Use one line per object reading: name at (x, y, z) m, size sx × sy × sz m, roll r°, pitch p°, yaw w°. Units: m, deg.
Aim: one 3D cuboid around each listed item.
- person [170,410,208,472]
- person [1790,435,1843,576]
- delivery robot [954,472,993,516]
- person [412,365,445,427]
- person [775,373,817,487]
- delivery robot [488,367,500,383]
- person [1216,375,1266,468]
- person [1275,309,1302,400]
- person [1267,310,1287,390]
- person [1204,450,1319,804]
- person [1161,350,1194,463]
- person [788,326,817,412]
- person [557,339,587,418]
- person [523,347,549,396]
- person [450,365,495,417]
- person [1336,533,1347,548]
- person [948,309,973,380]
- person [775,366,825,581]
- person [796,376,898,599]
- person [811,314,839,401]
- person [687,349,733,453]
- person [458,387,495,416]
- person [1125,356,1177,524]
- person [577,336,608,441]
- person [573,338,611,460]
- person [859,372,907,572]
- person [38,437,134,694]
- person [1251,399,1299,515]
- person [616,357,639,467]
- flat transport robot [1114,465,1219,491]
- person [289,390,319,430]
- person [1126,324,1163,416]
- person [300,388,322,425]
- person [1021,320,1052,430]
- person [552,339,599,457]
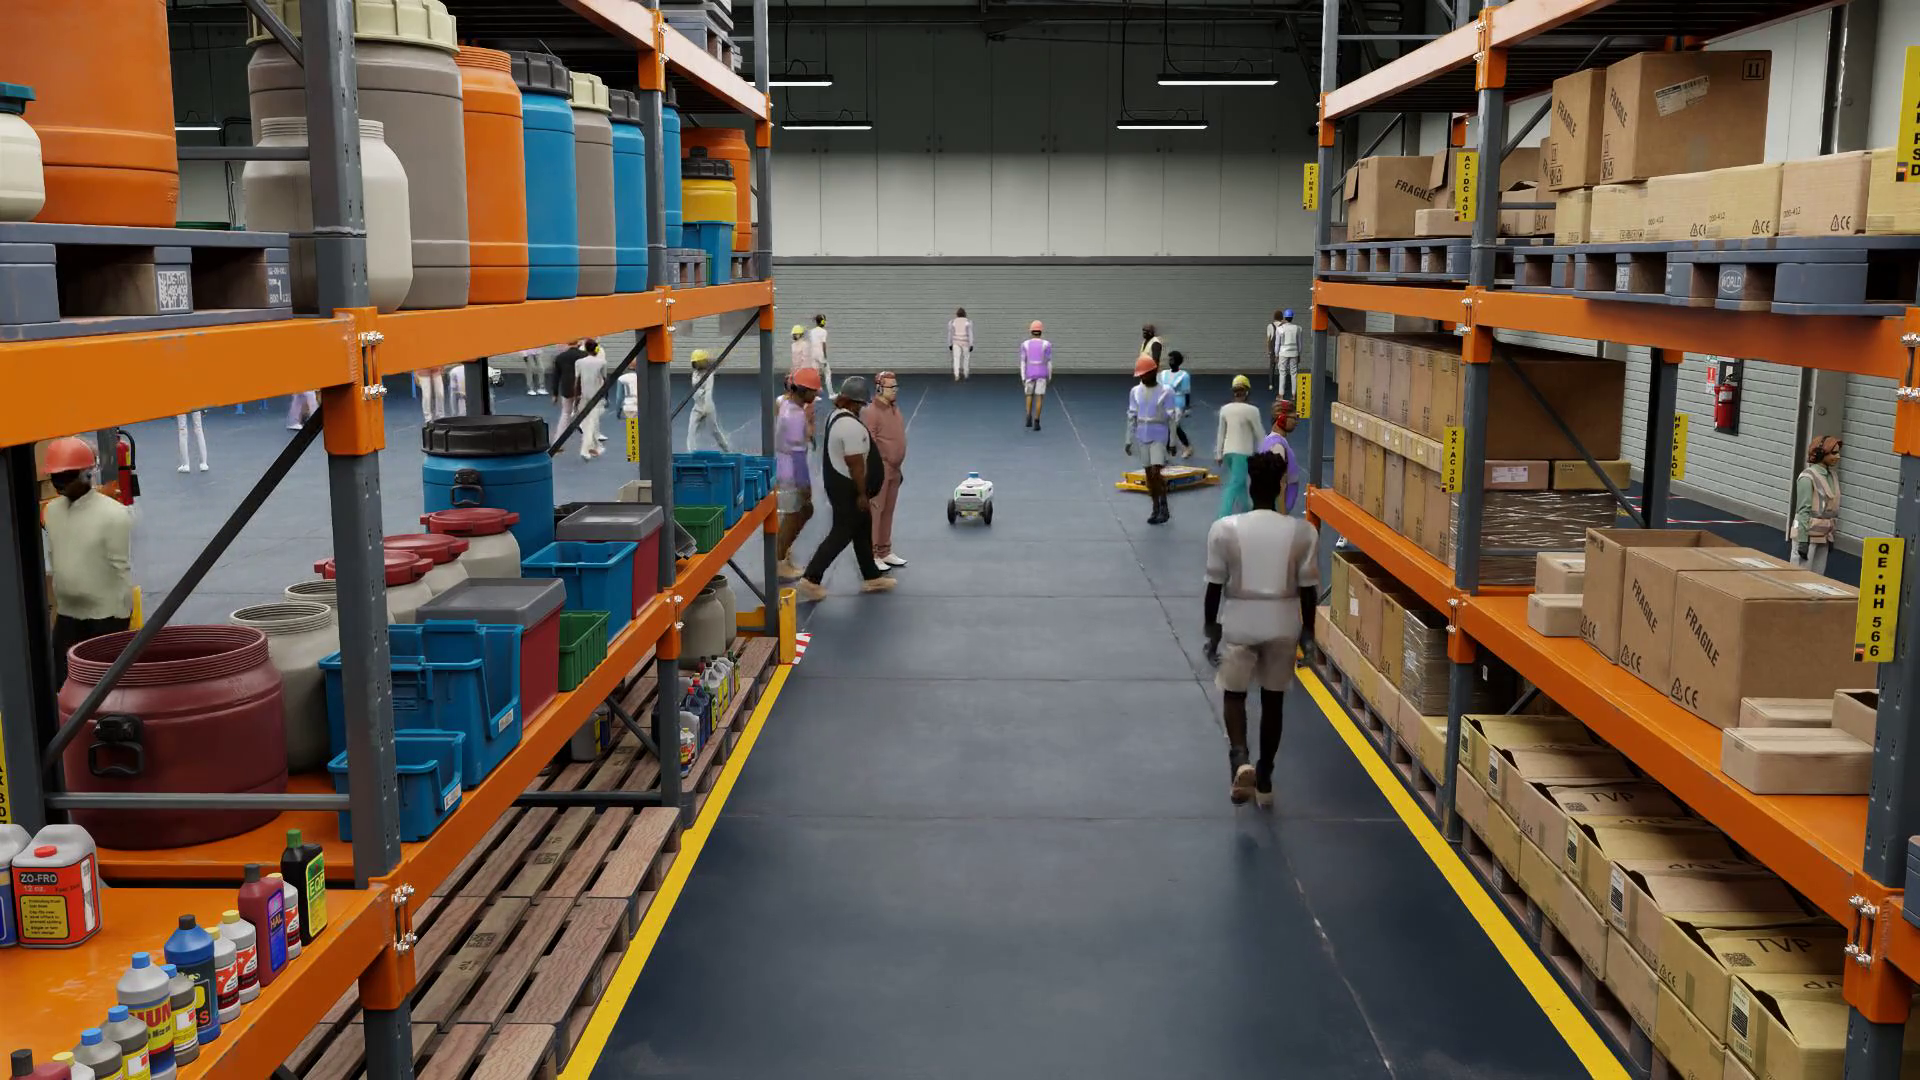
person at (-10.955, -1.901, 23.569) m, size 0.518 × 1.865 × 0.330 m, roll -6°, pitch 11°, yaw -32°
person at (6.599, 0.004, 12.857) m, size 0.508 × 1.629 × 0.315 m, roll -7°, pitch 12°, yaw -36°
delivery robot at (0.162, -0.539, 19.163) m, size 0.477 × 0.478 × 0.707 m, roll 2°, pitch 10°, yaw 11°
person at (-9.435, -2.944, 29.550) m, size 0.645 × 1.947 × 0.535 m, roll -8°, pitch 12°, yaw -39°
person at (-1.976, -1.193, 20.009) m, size 0.537 × 1.625 × 0.388 m, roll 2°, pitch 10°, yaw 11°
delivery robot at (-11.333, -3.968, 39.704) m, size 0.707 × 0.478 × 0.477 m, roll 4°, pitch 10°, yaw 23°
person at (3.120, -0.928, 18.167) m, size 0.916 × 1.711 × 0.551 m, roll -6°, pitch 11°, yaw -34°
person at (7.055, -3.979, 35.754) m, size 0.604 × 1.949 × 0.384 m, roll -1°, pitch 10°, yaw -7°
person at (7.410, -4.434, 38.789) m, size 0.539 × 1.841 × 0.378 m, roll 3°, pitch 10°, yaw 20°
person at (1.624, 0.493, 8.961) m, size 0.611 × 1.952 × 0.636 m, roll 1°, pitch 10°, yaw 4°
person at (3.234, -2.001, 24.756) m, size 0.837 × 1.666 × 0.528 m, roll -7°, pitch 12°, yaw -35°
person at (-3.166, -3.312, 32.447) m, size 0.527 × 1.721 × 0.903 m, roll 8°, pitch 13°, yaw 41°
person at (-7.188, -3.154, 31.022) m, size 0.651 × 1.892 × 0.471 m, roll -2°, pitch 10°, yaw -9°
person at (-9.413, -4.142, 36.866) m, size 0.798 × 1.893 × 0.605 m, roll 9°, pitch 13°, yaw 44°
person at (-6.479, -1.702, 22.192) m, size 0.556 × 1.921 × 0.404 m, roll 2°, pitch 10°, yaw 13°
person at (4.144, -0.734, 17.258) m, size 0.497 × 1.633 × 0.289 m, roll 2°, pitch 10°, yaw 14°
person at (0.019, -4.937, 41.967) m, size 0.643 × 1.795 × 0.953 m, roll 2°, pitch 10°, yaw 9°
person at (-1.518, -0.606, 15.382) m, size 0.528 × 2.005 × 0.639 m, roll -2°, pitch 10°, yaw -9°
person at (-1.025, -0.487, 14.688) m, size 0.967 × 2.000 × 0.692 m, roll -3°, pitch 10°, yaw -15°
person at (-2.922, -3.920, 35.718) m, size 0.561 × 1.837 × 0.845 m, roll 8°, pitch 12°, yaw 40°
person at (-3.719, -1.956, 24.412) m, size 0.485 × 1.694 × 0.899 m, roll 9°, pitch 13°, yaw 43°
person at (-4.710, -0.694, 16.544) m, size 0.909 × 1.784 × 0.619 m, roll -9°, pitch 13°, yaw -44°
person at (2.148, -1.125, 18.823) m, size 0.571 × 1.895 × 0.521 m, roll 7°, pitch 12°, yaw 36°
person at (-6.072, -2.550, 27.372) m, size 0.662 × 1.885 × 0.589 m, roll 9°, pitch 13°, yaw 42°
person at (-5.591, -2.142, 25.160) m, size 0.509 × 1.826 × 0.989 m, roll 2°, pitch 10°, yaw 13°
person at (-0.716, -0.672, 16.073) m, size 0.399 × 1.907 × 0.644 m, roll 5°, pitch 10°, yaw 25°
person at (-4.950, 0.398, 9.446) m, size 0.630 × 1.978 × 0.430 m, roll 3°, pitch 10°, yaw 16°
person at (2.579, -0.227, 13.587) m, size 0.389 × 1.846 × 0.567 m, roll 0°, pitch 9°, yaw 3°
person at (-4.727, -1.867, 24.149) m, size 0.534 × 1.584 × 0.874 m, roll -4°, pitch 10°, yaw -25°
flat transport robot at (2.745, -0.820, 21.977) m, size 0.652 × 0.197 × 1.431 m, roll 9°, pitch 13°, yaw 43°
person at (-11.421, -2.848, 29.221) m, size 0.962 × 1.858 × 0.665 m, roll 0°, pitch 9°, yaw -2°
person at (3.699, -3.236, 31.821) m, size 1.004 × 1.787 × 0.635 m, roll -3°, pitch 10°, yaw -19°
person at (-11.589, -3.018, 30.161) m, size 0.906 × 1.891 × 0.568 m, roll -2°, pitch 10°, yaw -12°
person at (1.373, -2.936, 29.585) m, size 0.545 × 1.912 × 0.786 m, roll 2°, pitch 10°, yaw 11°
person at (-5.949, -2.253, 25.500) m, size 0.810 × 1.940 × 0.573 m, roll 2°, pitch 10°, yaw 13°
